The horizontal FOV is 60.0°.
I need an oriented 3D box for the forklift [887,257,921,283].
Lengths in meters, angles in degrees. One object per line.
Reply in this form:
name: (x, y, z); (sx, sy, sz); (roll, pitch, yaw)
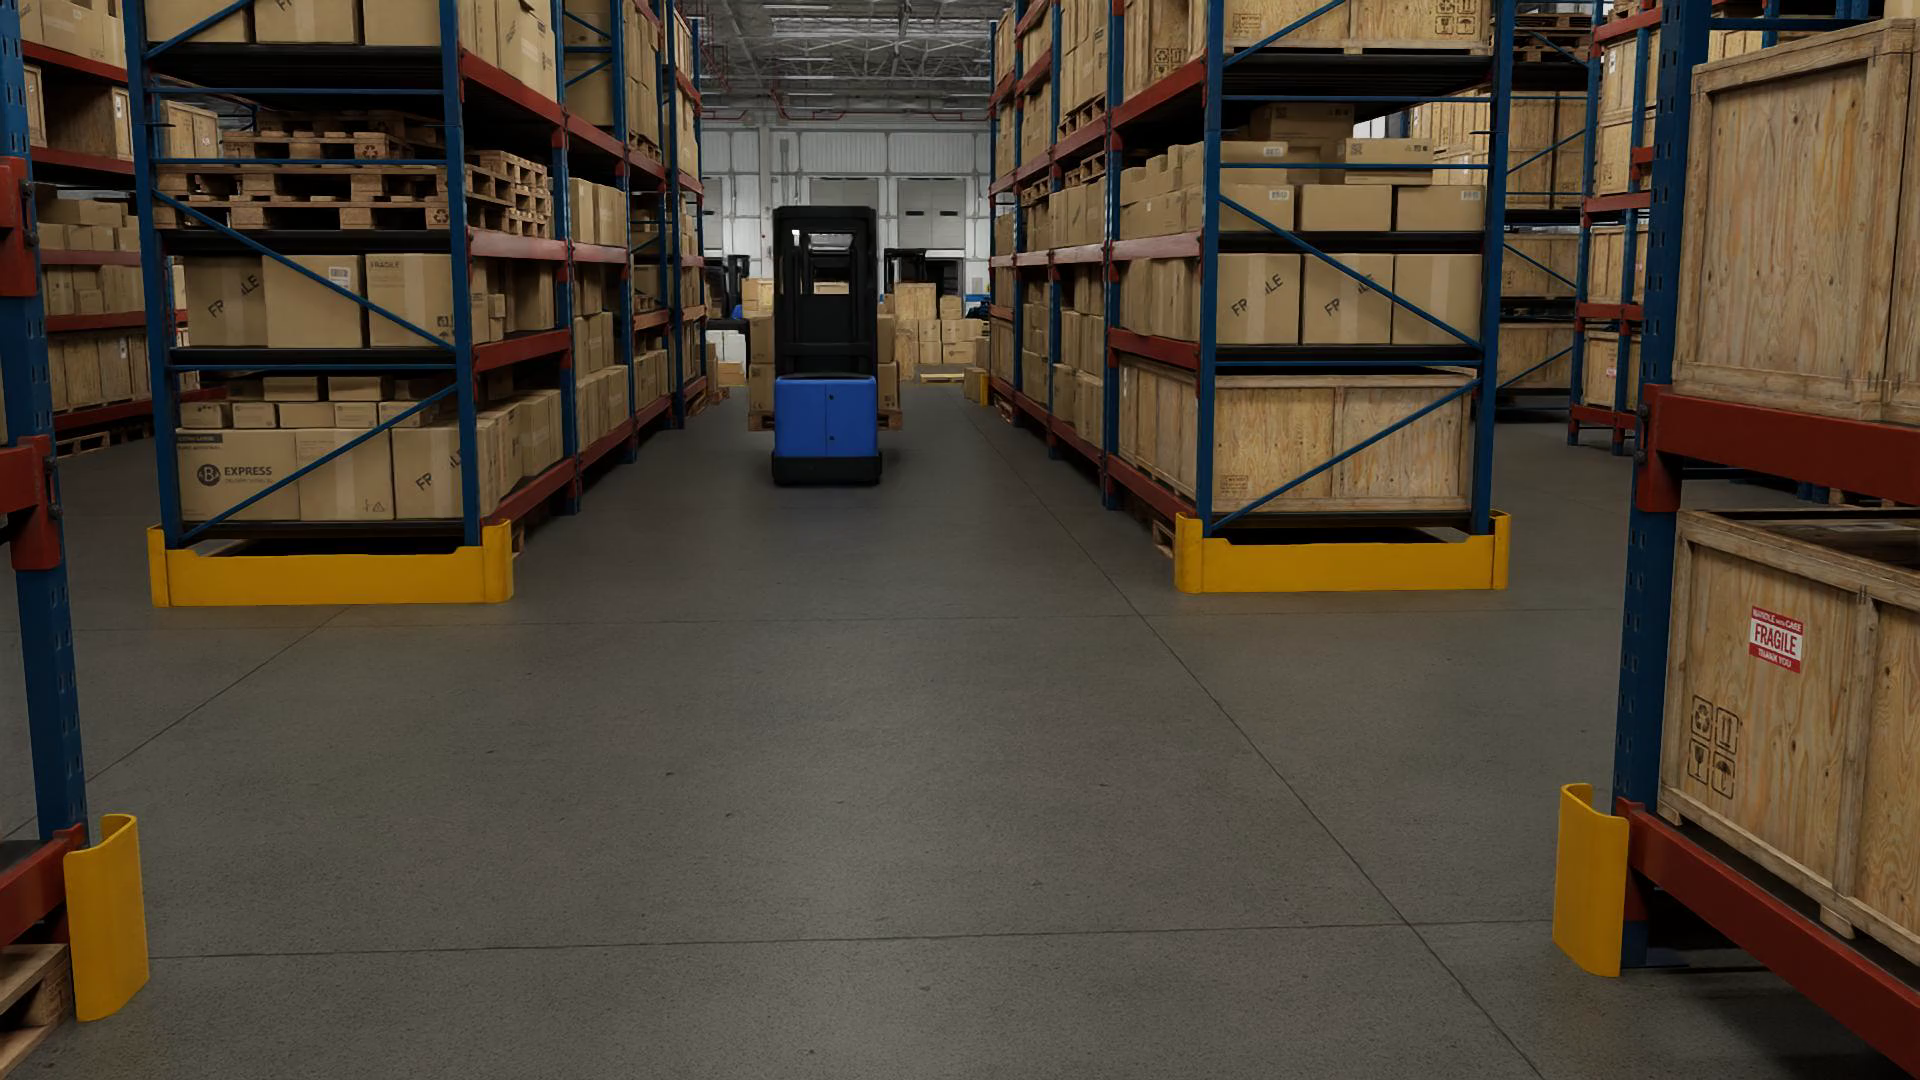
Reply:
forklift: (-1.475, -6.327, 44.060); (1.129, 2.768, 1.873); (-1, 9, -4)

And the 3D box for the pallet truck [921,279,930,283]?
pallet truck: (-0.932, -8.922, 63.114); (1.885, 1.965, 0.823); (2, 9, 13)

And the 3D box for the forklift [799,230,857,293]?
forklift: (-1.901, -3.235, 24.644); (1.129, 2.768, 1.873); (-1, 9, -4)

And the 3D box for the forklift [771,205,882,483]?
forklift: (-1.390, -2.056, 17.242); (1.129, 2.768, 1.873); (-1, 9, -4)

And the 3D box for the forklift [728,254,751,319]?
forklift: (-7.609, -8.483, 57.593); (1.873, 2.768, 1.129); (5, 10, 27)
